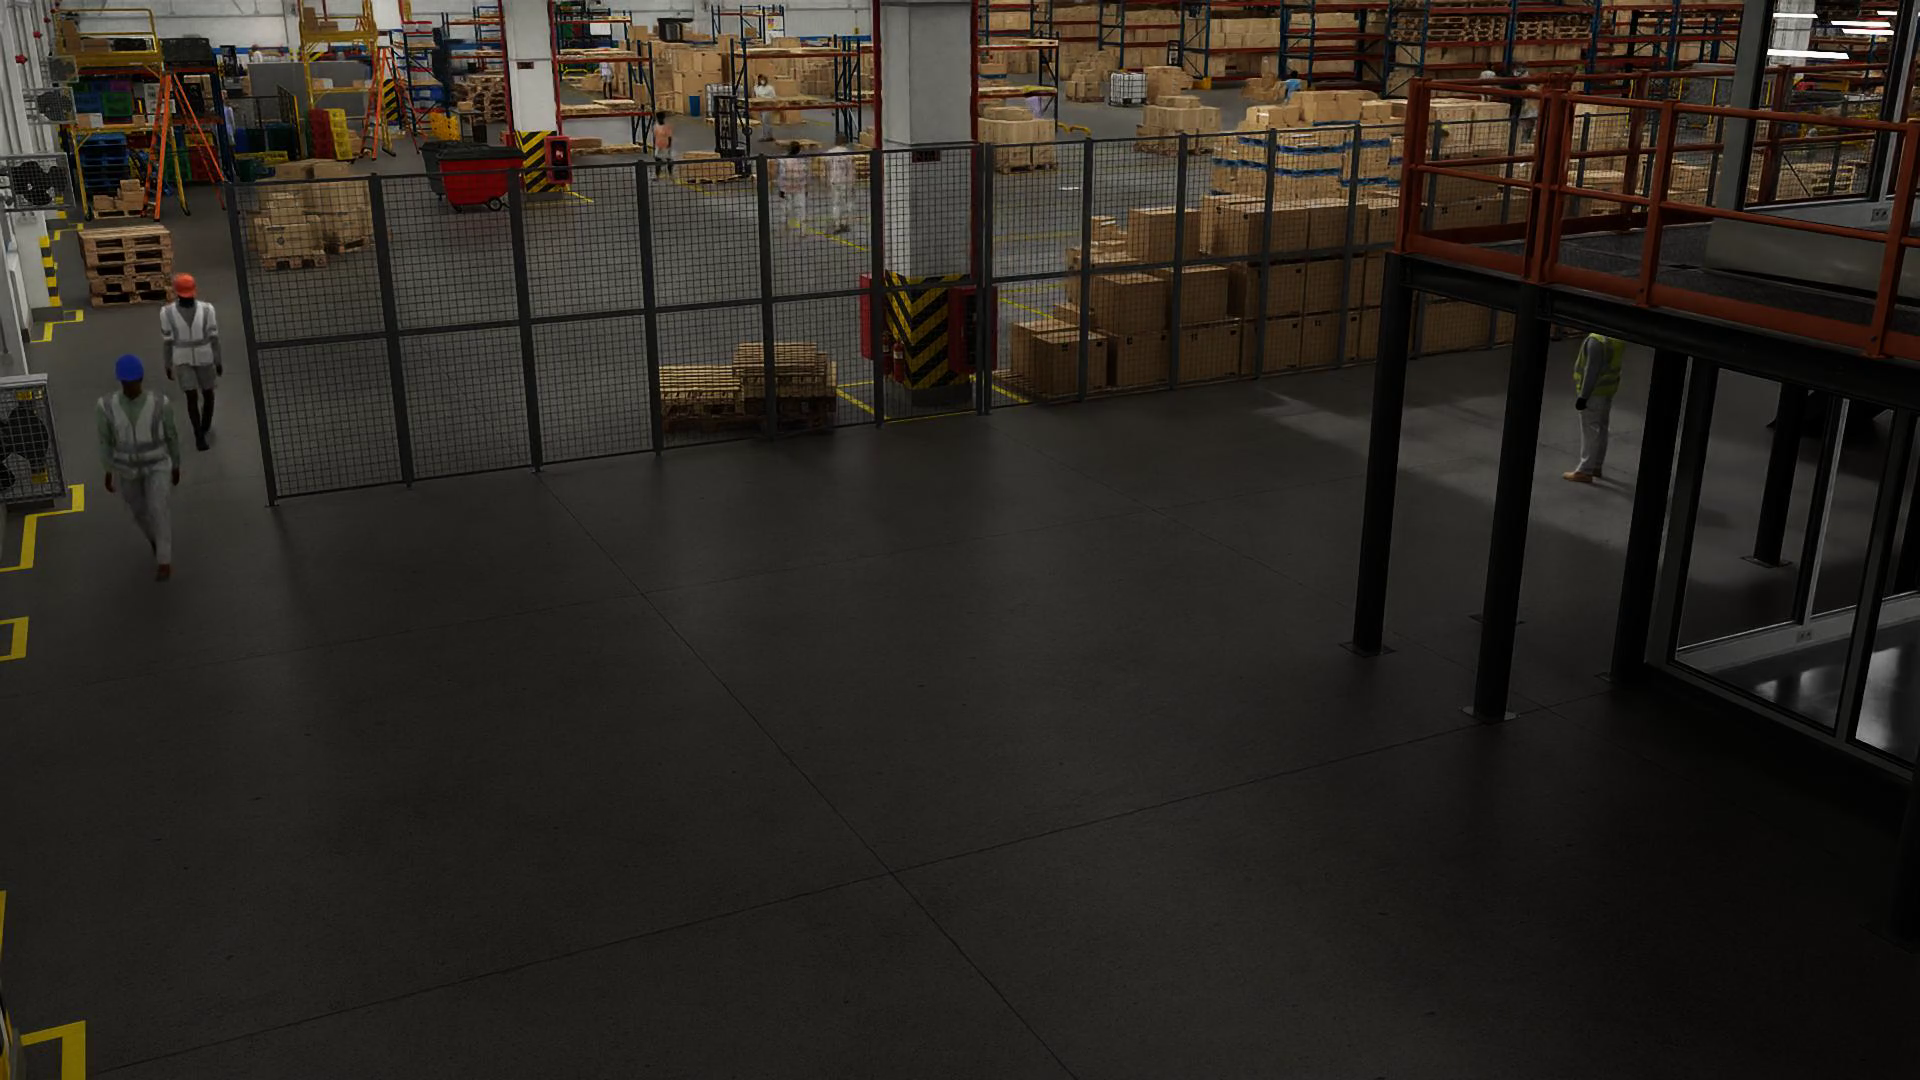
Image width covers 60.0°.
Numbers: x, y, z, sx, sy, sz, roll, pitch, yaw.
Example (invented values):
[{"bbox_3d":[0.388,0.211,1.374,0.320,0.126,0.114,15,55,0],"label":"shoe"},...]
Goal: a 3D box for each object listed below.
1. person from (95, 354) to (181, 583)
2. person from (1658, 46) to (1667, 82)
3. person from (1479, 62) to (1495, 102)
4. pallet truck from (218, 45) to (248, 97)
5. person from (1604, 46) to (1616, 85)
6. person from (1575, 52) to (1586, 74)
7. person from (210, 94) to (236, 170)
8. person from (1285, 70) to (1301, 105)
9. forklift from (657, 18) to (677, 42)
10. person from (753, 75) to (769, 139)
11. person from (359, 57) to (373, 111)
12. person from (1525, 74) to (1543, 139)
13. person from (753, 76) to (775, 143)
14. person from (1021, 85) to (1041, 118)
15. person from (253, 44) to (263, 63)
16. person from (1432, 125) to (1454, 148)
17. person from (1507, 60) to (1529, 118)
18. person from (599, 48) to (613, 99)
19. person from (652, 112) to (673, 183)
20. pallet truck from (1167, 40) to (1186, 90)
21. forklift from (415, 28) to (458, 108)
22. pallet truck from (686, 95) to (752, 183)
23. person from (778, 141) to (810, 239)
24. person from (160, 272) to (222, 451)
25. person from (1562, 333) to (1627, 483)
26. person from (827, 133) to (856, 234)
[{"bbox_3d":[-6.868,-0.646,13.988,0.617,1.924,0.729,-6,20,-16],"label":"person"},{"bbox_3d":[31.345,-21.136,73.853,0.500,1.612,0.633,0,19,1],"label":"person"},{"bbox_3d":[17.968,-15.347,56.706,0.525,1.869,0.376,10,22,27],"label":"person"},{"bbox_3d":[-28.879,-18.665,66.111,0.823,1.965,1.885,-3,19,-9],"label":"pallet truck"},{"bbox_3d":[26.231,-18.965,67.128,0.416,1.892,0.672,-4,19,-12],"label":"person"},{"bbox_3d":[24.696,-18.518,66.137,0.535,1.697,0.318,13,23,32],"label":"person"},{"bbox_3d":[-18.571,-10.306,41.965,0.542,1.939,0.361,-9,21,-26],"label":"person"},{"bbox_3d":[11.029,-14.734,55.201,0.540,1.678,0.661,9,21,25],"label":"person"},{"bbox_3d":[-12.647,-21.207,72.145,1.873,2.768,1.129,11,22,29],"label":"forklift"},{"bbox_3d":[-5.908,-12.876,49.519,0.589,1.869,0.986,9,21,24],"label":"person"},{"bbox_3d":[-21.212,-16.267,59.344,0.653,1.882,1.040,8,21,22],"label":"person"},{"bbox_3d":[17.129,-12.848,49.365,0.580,1.915,0.678,-4,19,-10],"label":"person"},{"bbox_3d":[-5.782,-12.613,48.703,0.652,1.895,0.947,16,24,38],"label":"person"},{"bbox_3d":[1.956,-11.392,45.199,0.711,1.878,0.601,10,22,27],"label":"person"},{"bbox_3d":[-29.195,-19.691,69.255,0.337,1.882,0.584,0,19,1],"label":"person"},{"bbox_3d":[10.369,-7.982,35.559,0.897,1.713,0.560,-15,24,-37],"label":"person"},{"bbox_3d":[18.520,-14.985,55.375,0.565,2.000,0.753,-14,23,-34],"label":"person"},{"bbox_3d":[-13.714,-18.120,64.623,0.548,1.934,0.375,6,20,18],"label":"person"},{"bbox_3d":[-7.106,-9.362,39.663,0.542,1.646,0.871,5,20,14],"label":"person"},{"bbox_3d":[9.045,-19.971,69.895,0.823,1.965,1.885,-3,19,-8],"label":"pallet truck"},{"bbox_3d":[-18.951,-17.120,60.297,1.873,2.768,1.129,-3,19,-9],"label":"forklift"},{"bbox_3d":[-5.836,-9.608,39.856,0.823,1.965,1.885,10,22,27],"label":"pallet truck"},{"bbox_3d":[-3.168,-6.701,31.702,0.617,1.819,0.824,-6,20,-17],"label":"person"},{"bbox_3d":[-8.209,-1.949,17.803,0.564,1.900,0.677,-10,21,-27],"label":"person"},{"bbox_3d":[6.314,-1.484,16.549,0.429,1.839,0.621,17,26,41],"label":"person"},{"bbox_3d":[-2.269,-6.842,31.974,0.657,1.904,0.487,9,21,25],"label":"person"}]
